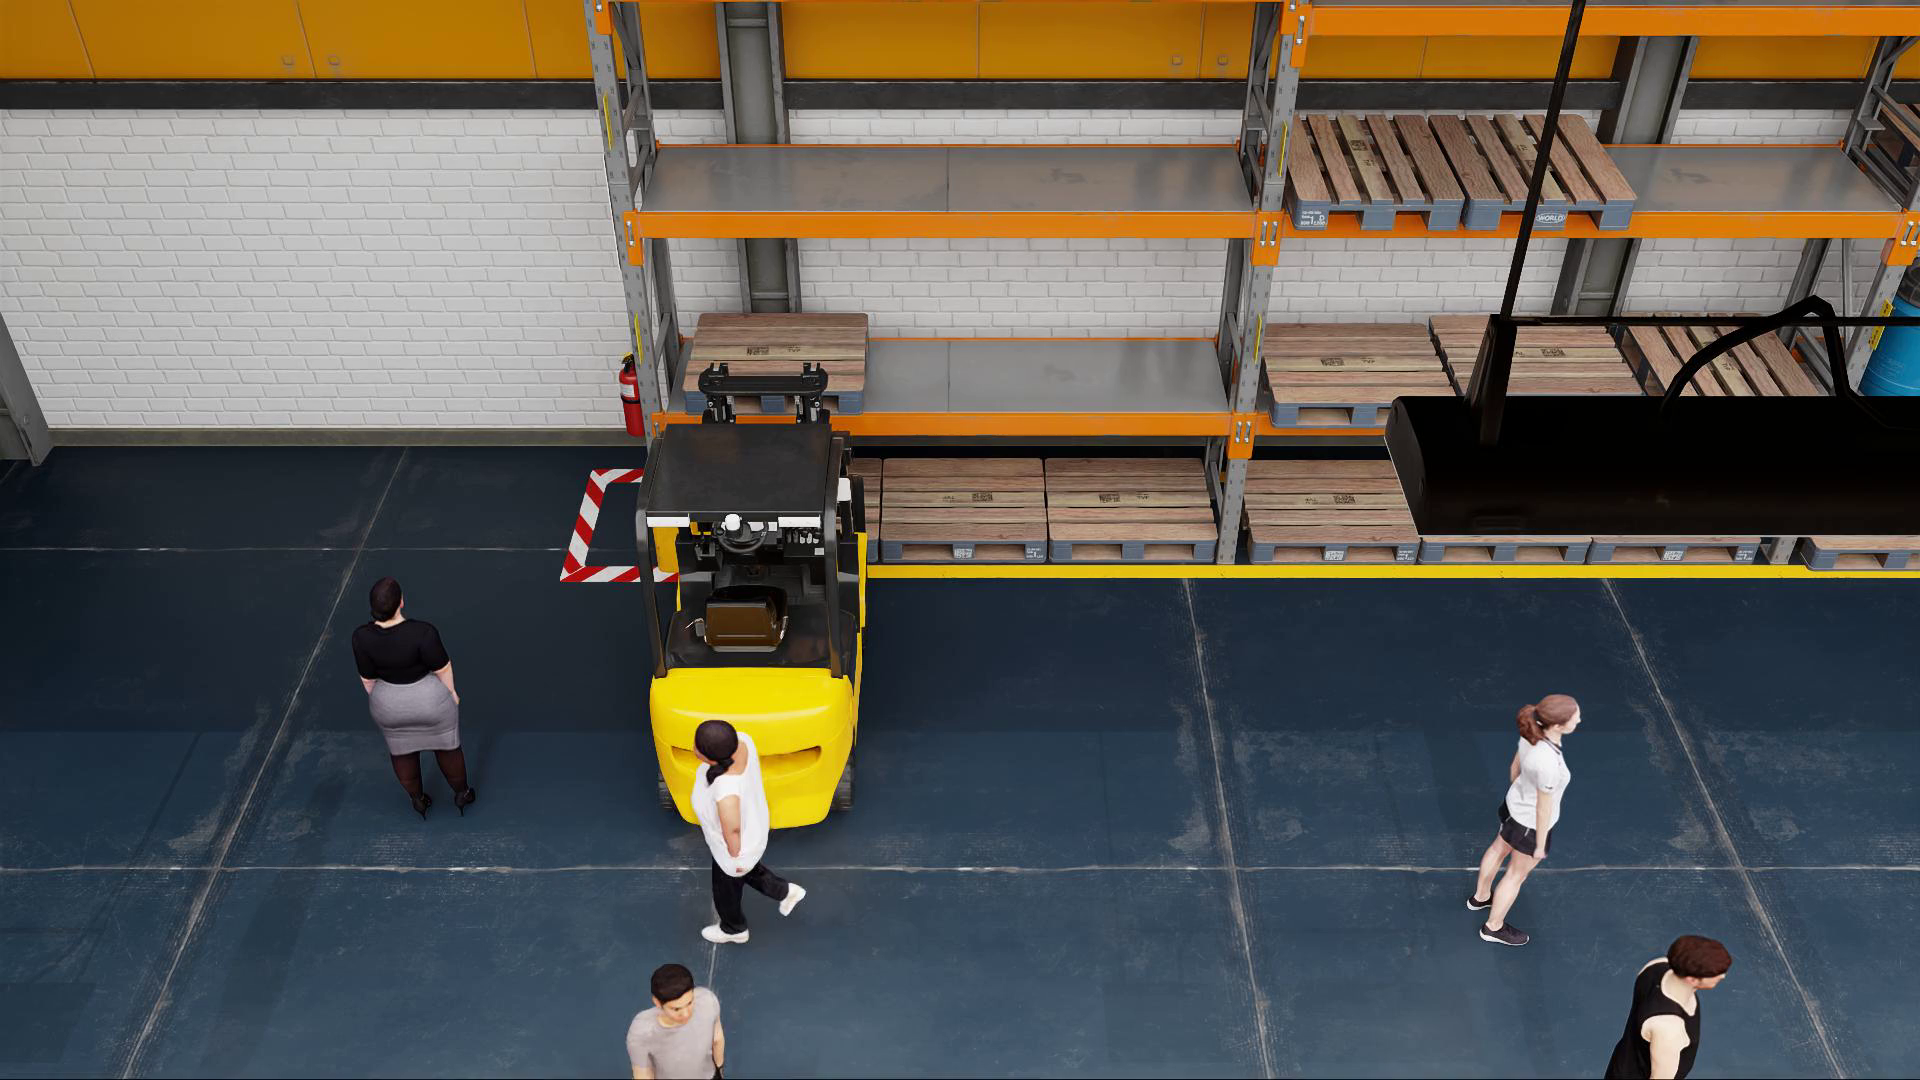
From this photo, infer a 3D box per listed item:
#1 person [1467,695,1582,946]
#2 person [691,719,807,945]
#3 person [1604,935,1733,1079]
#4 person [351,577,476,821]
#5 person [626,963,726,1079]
[{"bbox_3d":[3.050,1.489,8.969,0.558,1.752,0.577,-2,39,-3],"label":"person"},{"bbox_3d":[-1.162,1.571,8.932,0.835,1.670,0.700,4,39,5],"label":"person"},{"bbox_3d":[3.150,2.451,7.652,0.657,1.892,0.728,8,39,9],"label":"person"},{"bbox_3d":[-3.174,0.941,9.650,0.576,1.758,0.747,-3,39,-4],"label":"person"},{"bbox_3d":[-1.332,2.483,7.778,1.057,1.683,0.968,-16,41,-19],"label":"person"}]
